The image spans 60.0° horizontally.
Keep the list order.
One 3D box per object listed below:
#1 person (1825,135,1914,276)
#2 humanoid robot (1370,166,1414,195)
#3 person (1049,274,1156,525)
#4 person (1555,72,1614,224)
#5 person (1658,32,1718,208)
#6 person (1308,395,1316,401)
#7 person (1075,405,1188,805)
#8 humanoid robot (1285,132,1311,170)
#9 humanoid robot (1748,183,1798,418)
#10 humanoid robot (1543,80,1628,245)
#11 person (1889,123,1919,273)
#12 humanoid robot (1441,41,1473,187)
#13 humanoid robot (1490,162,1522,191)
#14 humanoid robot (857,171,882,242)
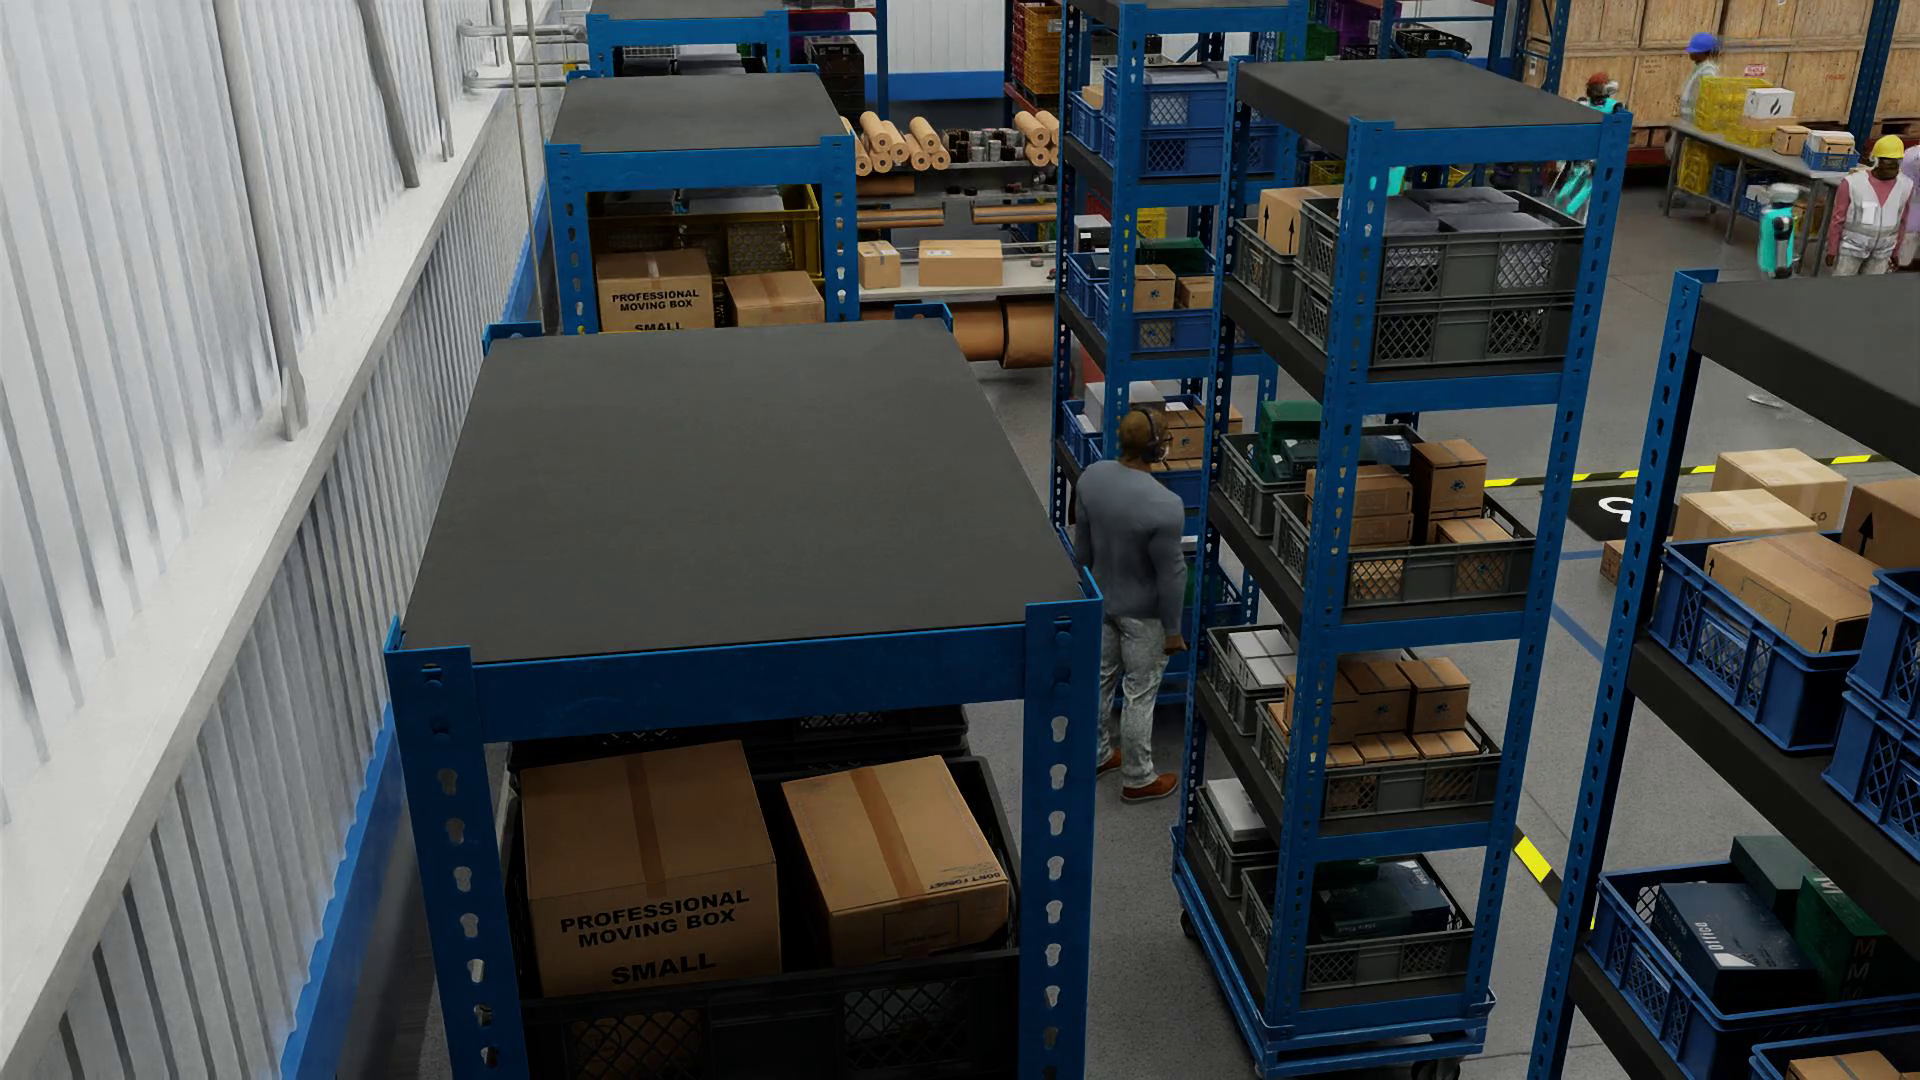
[{"bbox_3d":[7.404,-2.386,13.607,0.598,1.836,0.404,3,25,6],"label":"person"},{"bbox_3d":[3.488,-2.600,14.068,0.530,1.696,0.728,1,25,2],"label":"humanoid robot"},{"bbox_3d":[0.830,-0.686,9.759,0.612,1.963,0.361,0,25,1],"label":"person"},{"bbox_3d":[6.250,-3.731,16.530,0.591,1.850,0.890,11,27,23],"label":"person"},{"bbox_3d":[8.060,-4.607,18.331,0.457,1.924,0.605,3,25,7],"label":"person"},{"bbox_3d":[1.851,0.121,8.211,0.373,1.813,0.661,-10,27,-22],"label":"person"},{"bbox_3d":[0.787,0.304,7.641,0.356,1.937,0.634,-19,31,-35],"label":"person"},{"bbox_3d":[3.628,-4.509,18.413,0.504,1.639,0.602,0,25,0],"label":"humanoid robot"},{"bbox_3d":[6.208,-1.745,12.336,0.788,1.761,0.548,5,25,10],"label":"humanoid robot"},{"bbox_3d":[6.044,-3.561,16.362,0.802,1.828,0.548,-15,29,-30],"label":"humanoid robot"},{"bbox_3d":[8.170,-2.671,14.039,0.607,2.006,0.827,-2,25,-5],"label":"person"},{"bbox_3d":[5.773,-4.954,19.364,0.315,1.657,0.599,7,26,15],"label":"humanoid robot"},{"bbox_3d":[5.194,-3.357,15.922,0.454,1.645,0.626,4,25,9],"label":"humanoid robot"},{"bbox_3d":[-0.804,-2.294,13.601,0.403,1.648,0.598,6,25,13],"label":"humanoid robot"}]
